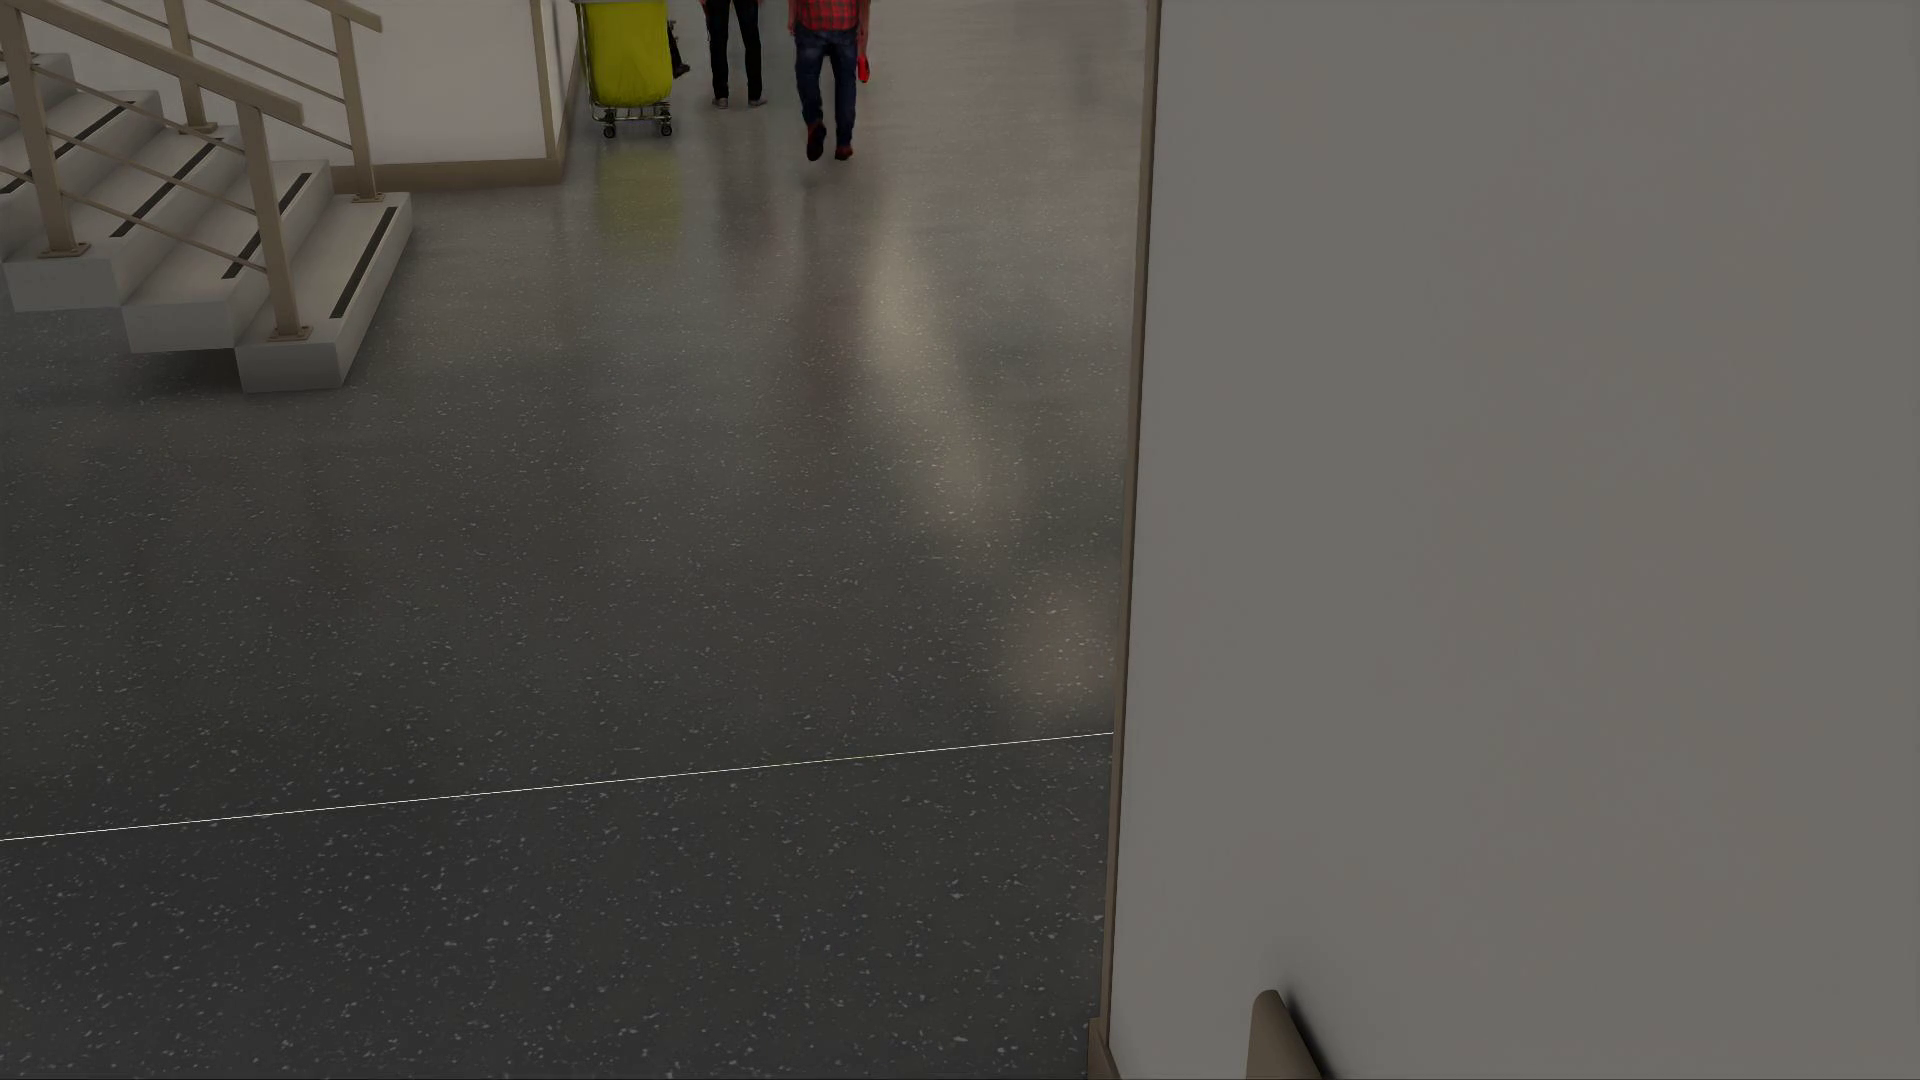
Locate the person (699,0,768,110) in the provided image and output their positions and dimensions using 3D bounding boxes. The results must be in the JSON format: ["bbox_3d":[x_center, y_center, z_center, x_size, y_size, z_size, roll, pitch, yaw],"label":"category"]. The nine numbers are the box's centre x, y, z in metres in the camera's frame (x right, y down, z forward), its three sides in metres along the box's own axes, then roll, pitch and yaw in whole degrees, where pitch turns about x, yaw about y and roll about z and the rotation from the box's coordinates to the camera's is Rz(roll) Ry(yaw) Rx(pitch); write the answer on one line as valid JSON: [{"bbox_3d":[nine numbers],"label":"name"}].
[{"bbox_3d":[-1.671,-4.044,12.054,0.483,1.758,0.707,-3,26,-6],"label":"person"}]

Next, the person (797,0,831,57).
[{"bbox_3d":[-1.238,-4.967,14.071,0.469,1.668,0.661,-3,26,-6],"label":"person"}]

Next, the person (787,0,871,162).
[{"bbox_3d":[-0.824,-3.237,10.313,0.926,1.817,0.824,-1,26,-2],"label":"person"}]
